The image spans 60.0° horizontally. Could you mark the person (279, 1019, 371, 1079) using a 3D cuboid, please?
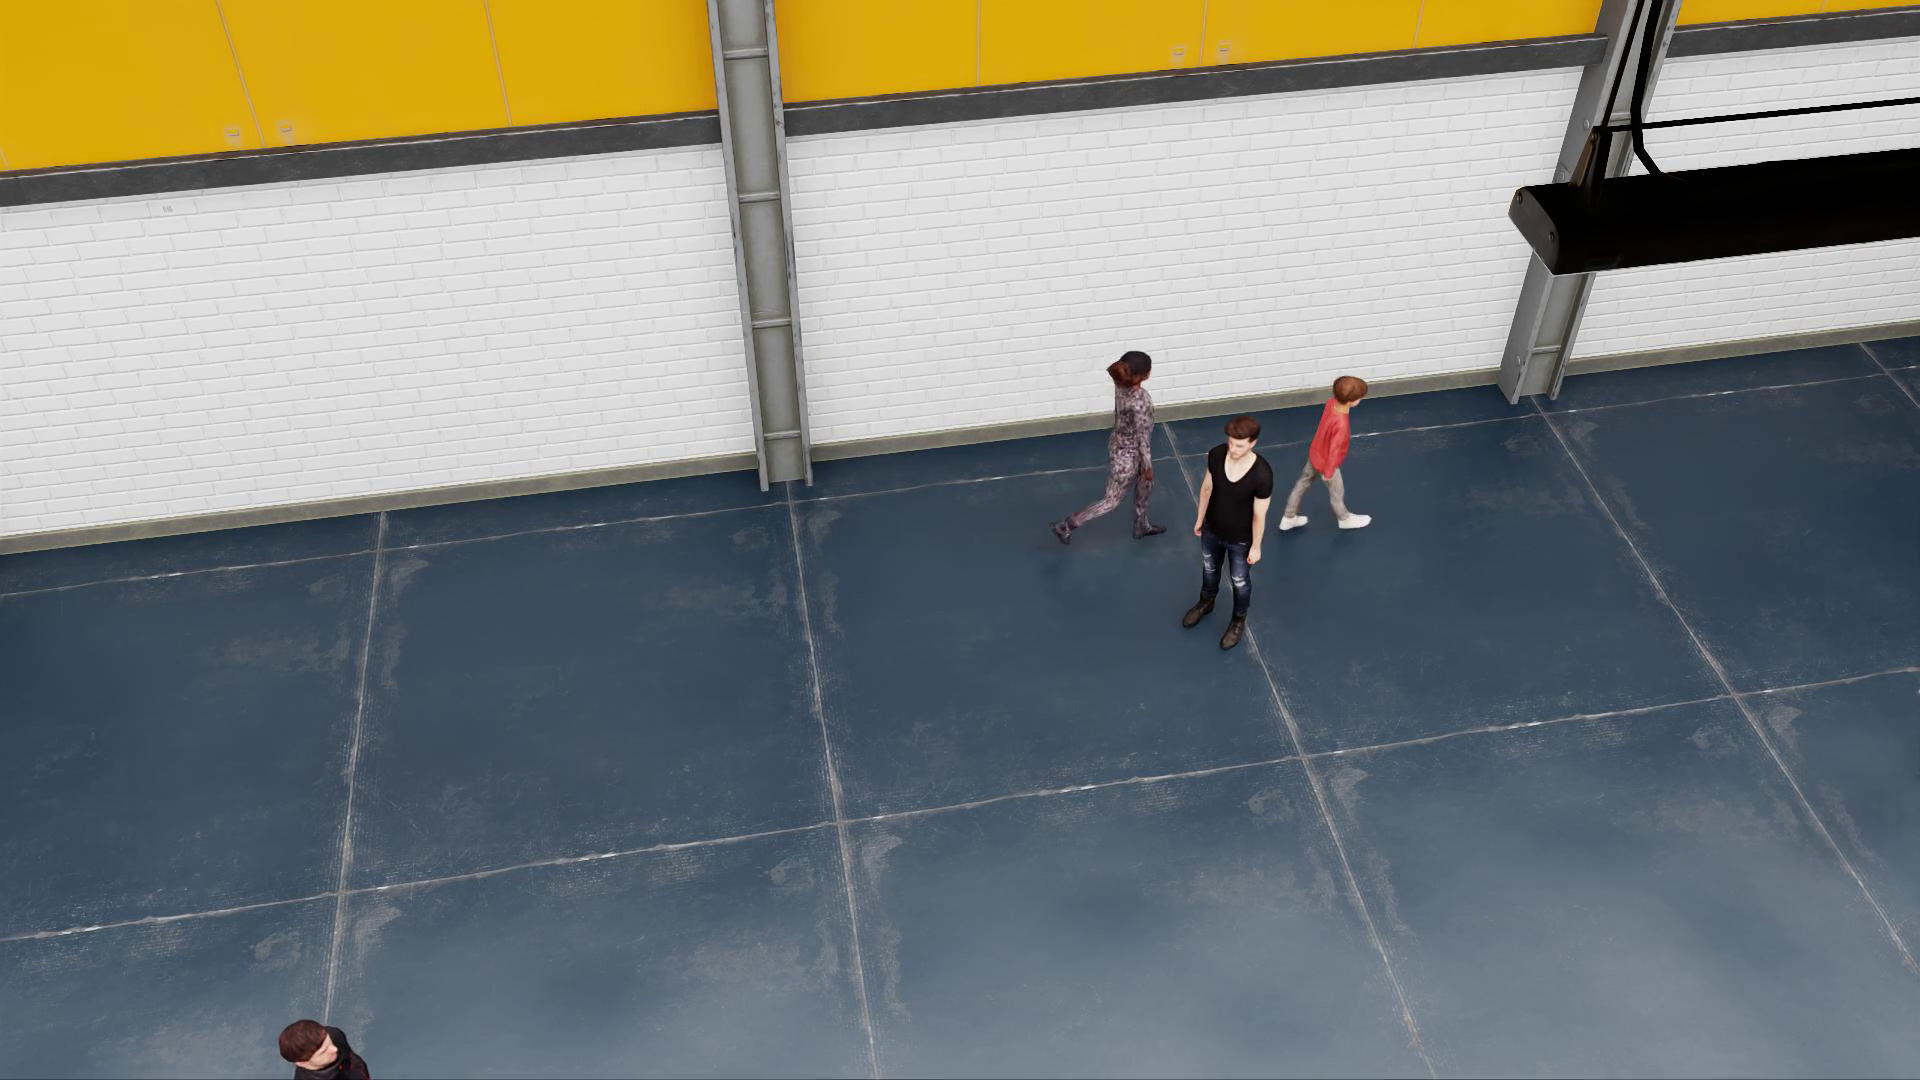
[{"bbox_3d":[-2.900,2.805,7.883,0.565,1.838,0.726,-5,44,-5],"label":"person"}]

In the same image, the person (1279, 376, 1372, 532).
[{"bbox_3d":[2.519,-0.570,11.750,0.862,1.389,0.542,-9,44,-10],"label":"person"}]

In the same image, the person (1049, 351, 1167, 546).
[{"bbox_3d":[1.071,-0.573,11.539,1.098,1.685,0.570,-6,44,-6],"label":"person"}]

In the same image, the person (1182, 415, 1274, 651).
[{"bbox_3d":[1.782,-0.089,10.880,0.736,1.892,0.772,31,51,28],"label":"person"}]
